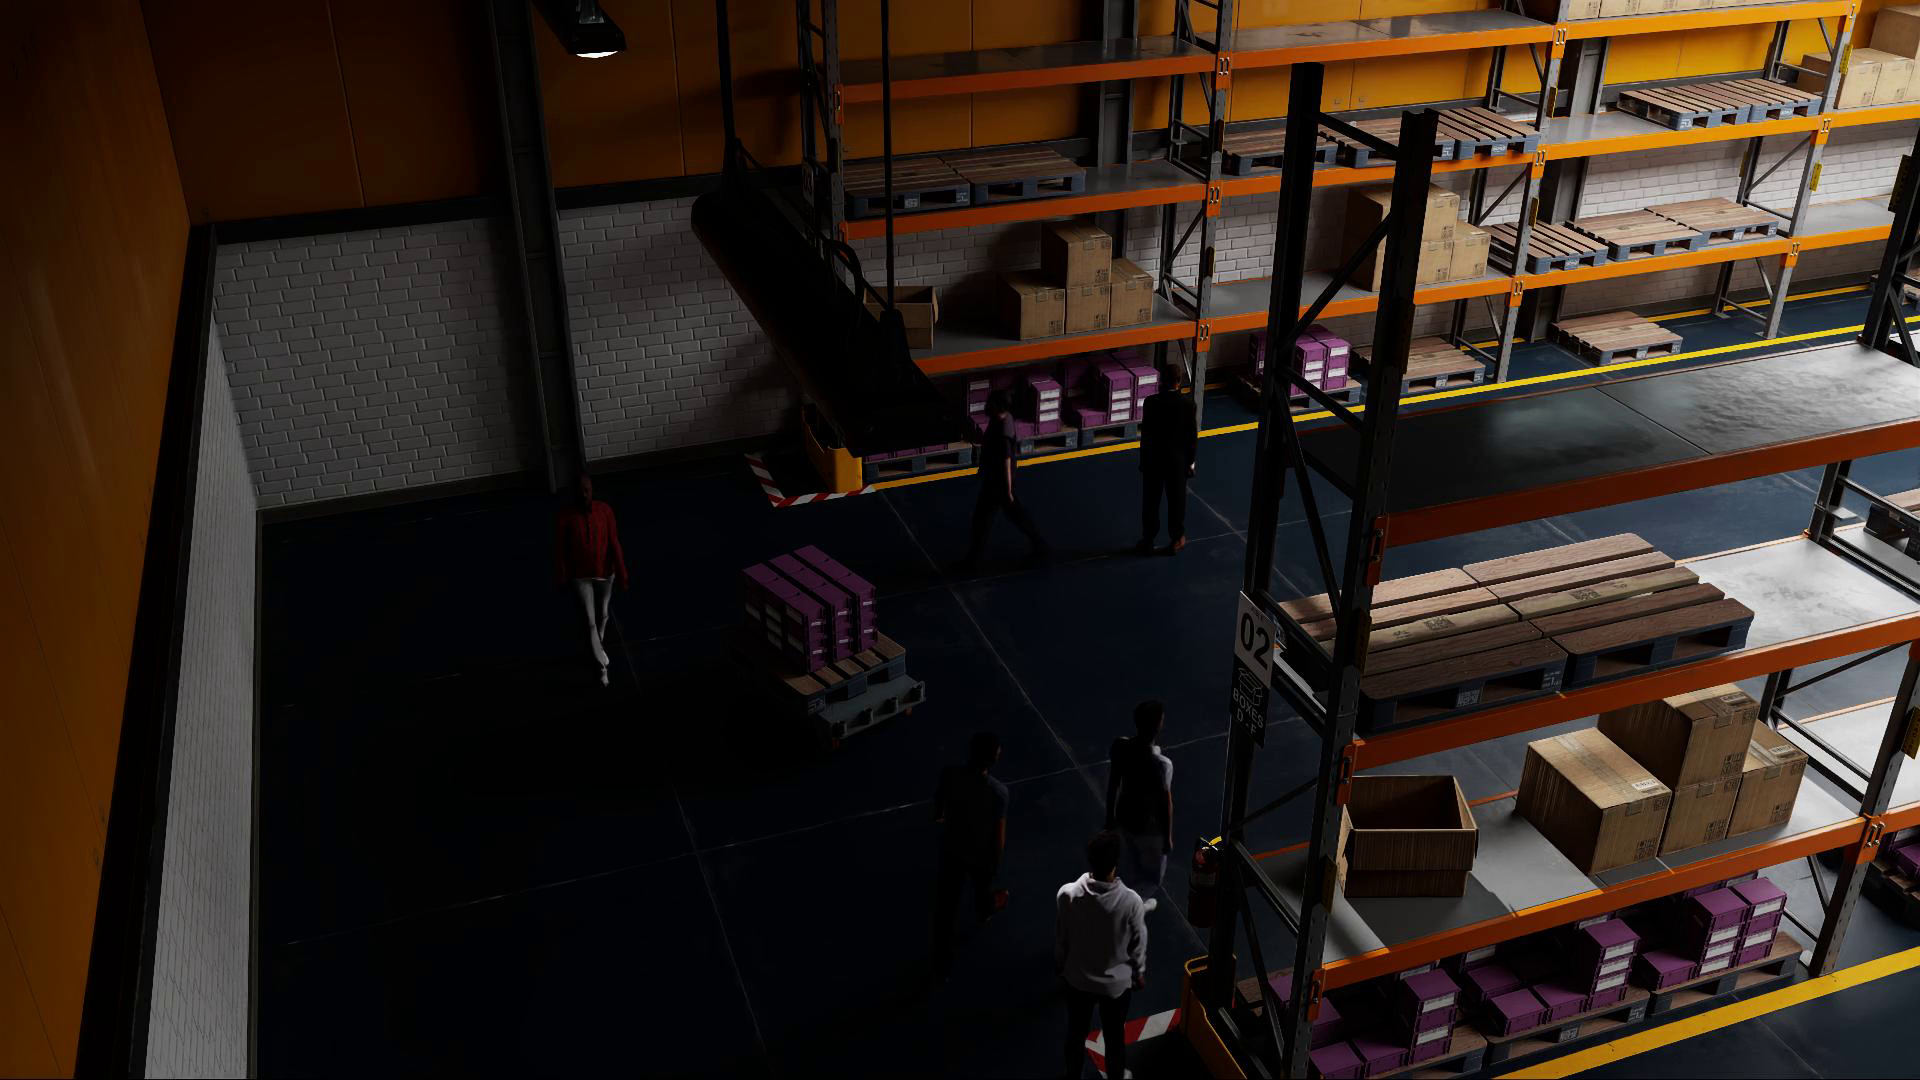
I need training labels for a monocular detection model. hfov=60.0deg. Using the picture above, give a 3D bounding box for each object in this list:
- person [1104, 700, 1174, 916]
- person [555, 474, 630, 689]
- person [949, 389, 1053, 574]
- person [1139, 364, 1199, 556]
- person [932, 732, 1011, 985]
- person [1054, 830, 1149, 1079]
[{"bbox_3d":[1.115,1.897,10.762,1.109,1.826,0.877,-24,37,-37],"label":"person"},{"bbox_3d":[-3.096,0.239,13.830,0.923,1.797,0.818,-13,31,-23],"label":"person"},{"bbox_3d":[0.454,-0.527,15.221,1.295,1.809,0.994,1,29,1],"label":"person"},{"bbox_3d":[1.930,-0.749,15.531,0.737,1.904,0.851,5,29,9],"label":"person"},{"bbox_3d":[0.021,2.035,10.586,1.229,1.751,1.260,9,30,16],"label":"person"},{"bbox_3d":[0.793,2.495,9.559,0.703,1.927,0.828,5,29,9],"label":"person"}]
